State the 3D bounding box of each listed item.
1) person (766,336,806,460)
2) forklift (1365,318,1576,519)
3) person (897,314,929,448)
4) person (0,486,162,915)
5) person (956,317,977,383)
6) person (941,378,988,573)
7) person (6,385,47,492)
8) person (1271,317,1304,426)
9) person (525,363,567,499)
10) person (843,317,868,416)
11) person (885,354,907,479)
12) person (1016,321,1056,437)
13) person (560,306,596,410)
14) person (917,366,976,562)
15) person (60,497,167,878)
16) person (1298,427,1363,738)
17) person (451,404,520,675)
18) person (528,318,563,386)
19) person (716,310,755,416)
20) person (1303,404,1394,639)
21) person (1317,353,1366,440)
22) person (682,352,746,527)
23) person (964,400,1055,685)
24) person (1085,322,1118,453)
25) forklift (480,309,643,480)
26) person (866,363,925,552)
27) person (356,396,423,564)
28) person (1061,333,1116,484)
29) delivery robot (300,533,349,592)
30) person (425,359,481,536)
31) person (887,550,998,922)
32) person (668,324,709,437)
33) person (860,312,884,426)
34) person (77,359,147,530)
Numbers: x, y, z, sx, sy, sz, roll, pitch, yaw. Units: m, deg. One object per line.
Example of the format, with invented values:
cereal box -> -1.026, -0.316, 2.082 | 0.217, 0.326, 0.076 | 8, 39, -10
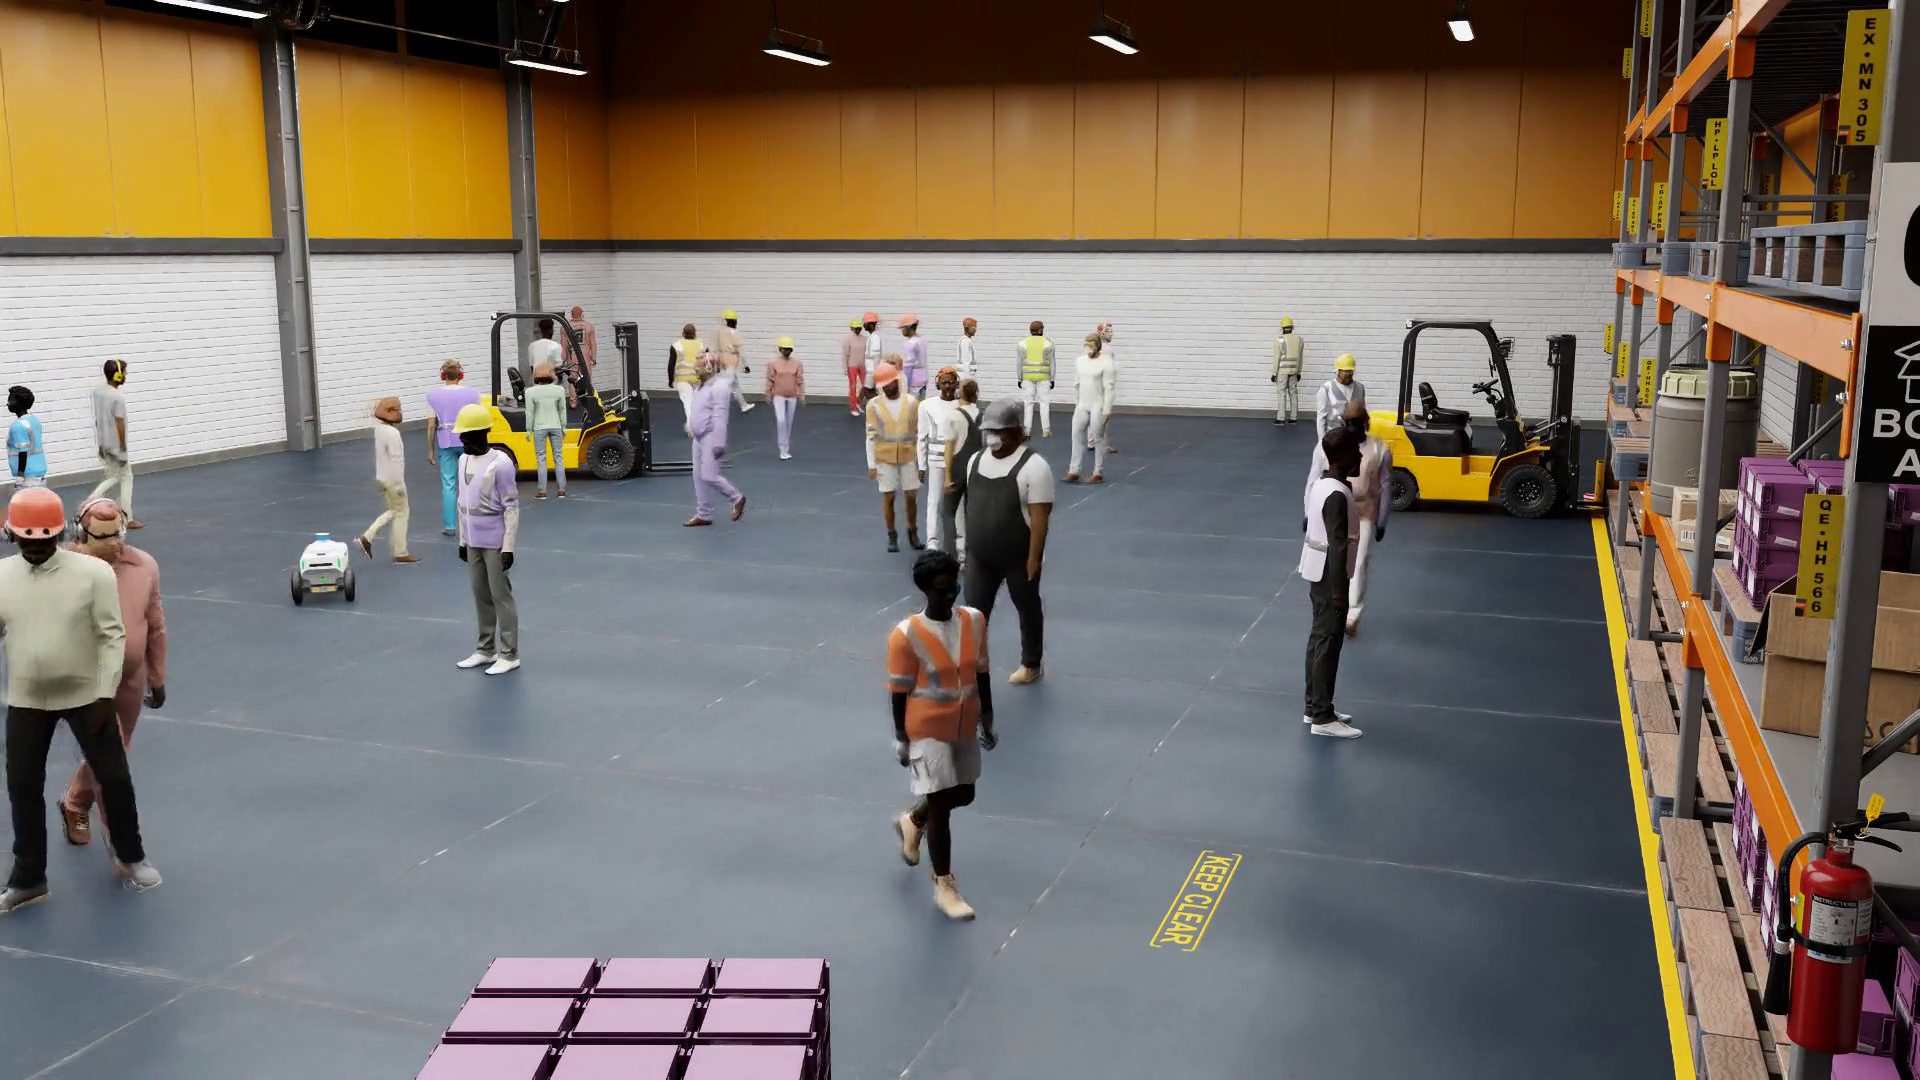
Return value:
person -> -2.425, -1.995, 23.457 | 0.541, 1.740, 0.709 | -5, 11, -25
forklift -> 5.787, -1.437, 19.079 | 2.313, 2.155, 1.214 | 3, 11, 19
person -> -0.679, -2.328, 24.594 | 0.516, 2.015, 0.639 | 3, 11, 19
person -> -4.150, 0.726, 7.609 | 0.802, 1.971, 0.480 | -2, 10, -13
person -> 0.112, -2.583, 26.403 | 0.361, 1.885, 0.575 | 0, 10, -1
person -> 0.066, -0.585, 15.386 | 0.555, 1.800, 0.495 | -6, 12, -31
person -> -8.943, -0.634, 15.952 | 0.316, 1.699, 0.540 | -3, 10, -15
person -> 5.489, -2.838, 27.996 | 0.601, 1.827, 0.403 | -5, 11, -25
person -> -4.952, -1.305, 19.913 | 0.499, 1.633, 0.279 | -6, 11, -29
person -> -1.823, -3.068, 29.494 | 0.542, 1.749, 0.395 | -6, 12, -30
person -> -0.815, -1.603, 21.612 | 0.322, 1.630, 0.517 | 3, 11, 18
person -> 1.207, -2.544, 26.320 | 0.624, 1.840, 0.430 | 2, 10, 10
person -> -7.047, -3.363, 30.738 | 0.651, 1.906, 0.402 | -2, 10, -11
person -> -0.117, -0.719, 15.909 | 0.587, 1.882, 0.341 | -2, 10, -9
person -> -4.251, 0.685, 8.131 | 0.957, 1.847, 0.715 | 6, 12, 29
person -> 2.308, 0.253, 10.334 | 0.392, 1.922, 0.591 | 1, 10, 4
person -> -3.370, -0.004, 11.769 | 0.594, 1.922, 0.385 | 8, 13, 38
person -> -6.274, -2.386, 25.130 | 0.611, 1.944, 0.678 | 5, 11, 25
person -> -4.042, -3.152, 29.644 | 1.000, 1.873, 0.598 | -9, 13, -42
person -> 3.003, -0.153, 12.978 | 0.632, 1.795, 0.922 | 5, 11, 26
person -> 4.290, -1.181, 18.683 | 0.601, 1.828, 0.403 | -3, 10, -15
person -> -2.678, -1.076, 17.903 | 0.571, 1.889, 0.671 | -7, 12, -33
person -> 0.246, 0.034, 11.230 | 0.702, 2.000, 0.984 | 7, 12, 34
person -> 2.095, -2.233, 24.380 | 0.402, 1.904, 0.652 | -4, 11, -23
forklift -> -5.354, -1.902, 21.697 | 2.313, 2.155, 1.214 | -2, 10, -13
person -> -0.649, -0.798, 16.331 | 0.568, 1.889, 0.524 | -2, 10, -13
person -> -5.419, -0.555, 15.731 | 0.503, 1.614, 0.512 | -8, 13, -38
person -> 1.603, -1.640, 20.976 | 0.661, 1.921, 0.721 | 9, 13, 41
delivery robot -> -5.471, 0.180, 14.323 | 0.477, 0.478, 0.707 | -3, 11, -16
person -> -5.256, -0.955, 17.357 | 0.569, 1.840, 0.374 | -5, 11, -24
person -> -0.127, 0.850, 7.663 | 0.537, 1.673, 0.687 | -8, 13, -37
person -> -4.300, -2.533, 26.430 | 0.611, 1.787, 0.999 | -5, 11, -26
person -> -1.478, -2.849, 27.794 | 0.403, 1.918, 0.567 | -1, 10, -6
person -> -8.972, -0.985, 17.522 | 0.537, 1.841, 0.613 | 5, 11, 28
